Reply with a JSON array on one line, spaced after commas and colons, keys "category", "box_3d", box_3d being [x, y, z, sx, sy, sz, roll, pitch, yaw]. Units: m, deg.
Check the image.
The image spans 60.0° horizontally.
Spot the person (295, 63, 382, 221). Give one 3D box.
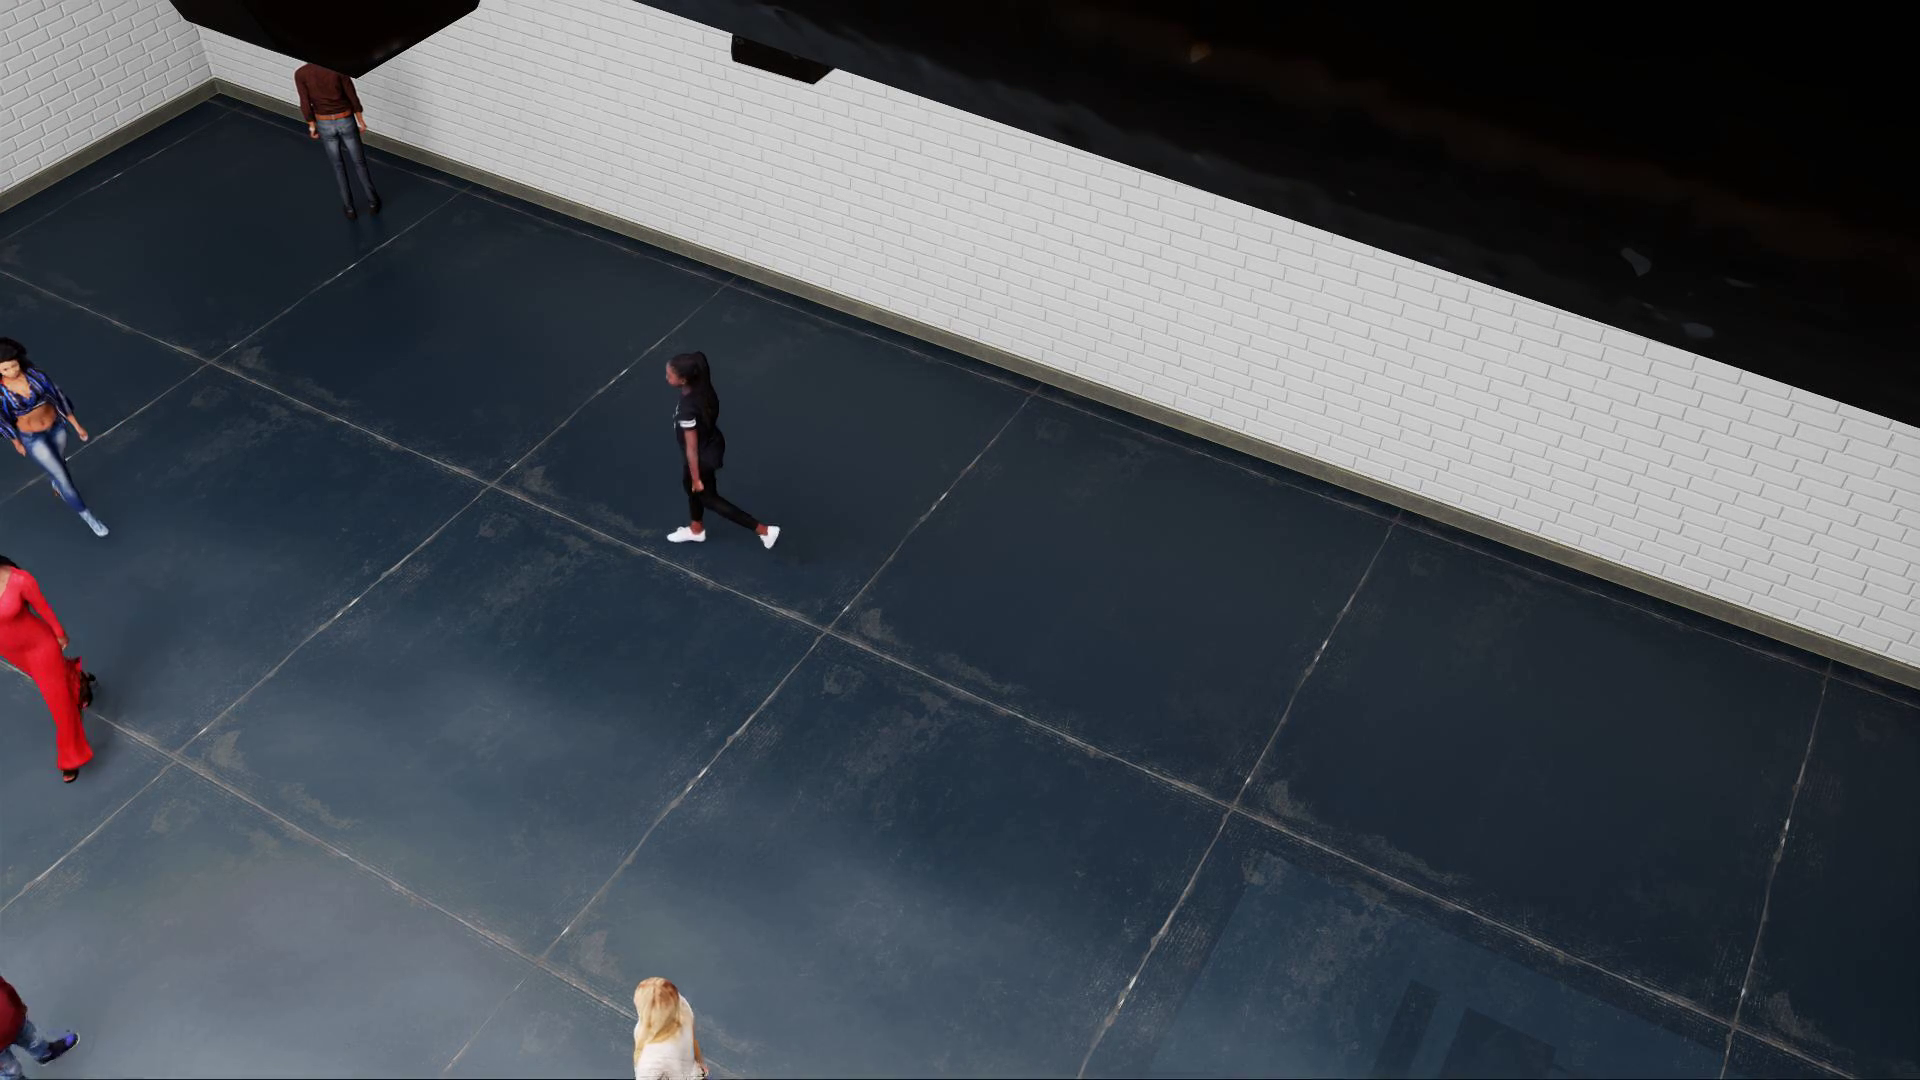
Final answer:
[{"category": "person", "box_3d": [-5.450, -3.637, 14.547, 0.687, 1.783, 0.772, -14, 45, -14]}]

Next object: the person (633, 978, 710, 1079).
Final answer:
[{"category": "person", "box_3d": [-1.262, 2.674, 7.921, 0.936, 1.784, 1.131, 6, 44, 6]}]

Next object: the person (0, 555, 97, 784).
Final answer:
[{"category": "person", "box_3d": [-5.650, 0.592, 10.143, 1.065, 1.743, 1.207, -5, 44, -5]}]

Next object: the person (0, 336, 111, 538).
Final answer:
[{"category": "person", "box_3d": [-6.473, -0.774, 11.691, 0.777, 1.577, 0.994, 29, 51, 27]}]

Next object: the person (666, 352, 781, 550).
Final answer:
[{"category": "person", "box_3d": [-1.662, -0.552, 11.367, 1.022, 1.703, 1.126, 5, 44, 5]}]

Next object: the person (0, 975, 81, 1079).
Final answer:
[{"category": "person", "box_3d": [-4.929, 2.488, 8.516, 0.755, 1.233, 0.530, 5, 44, 5]}]
